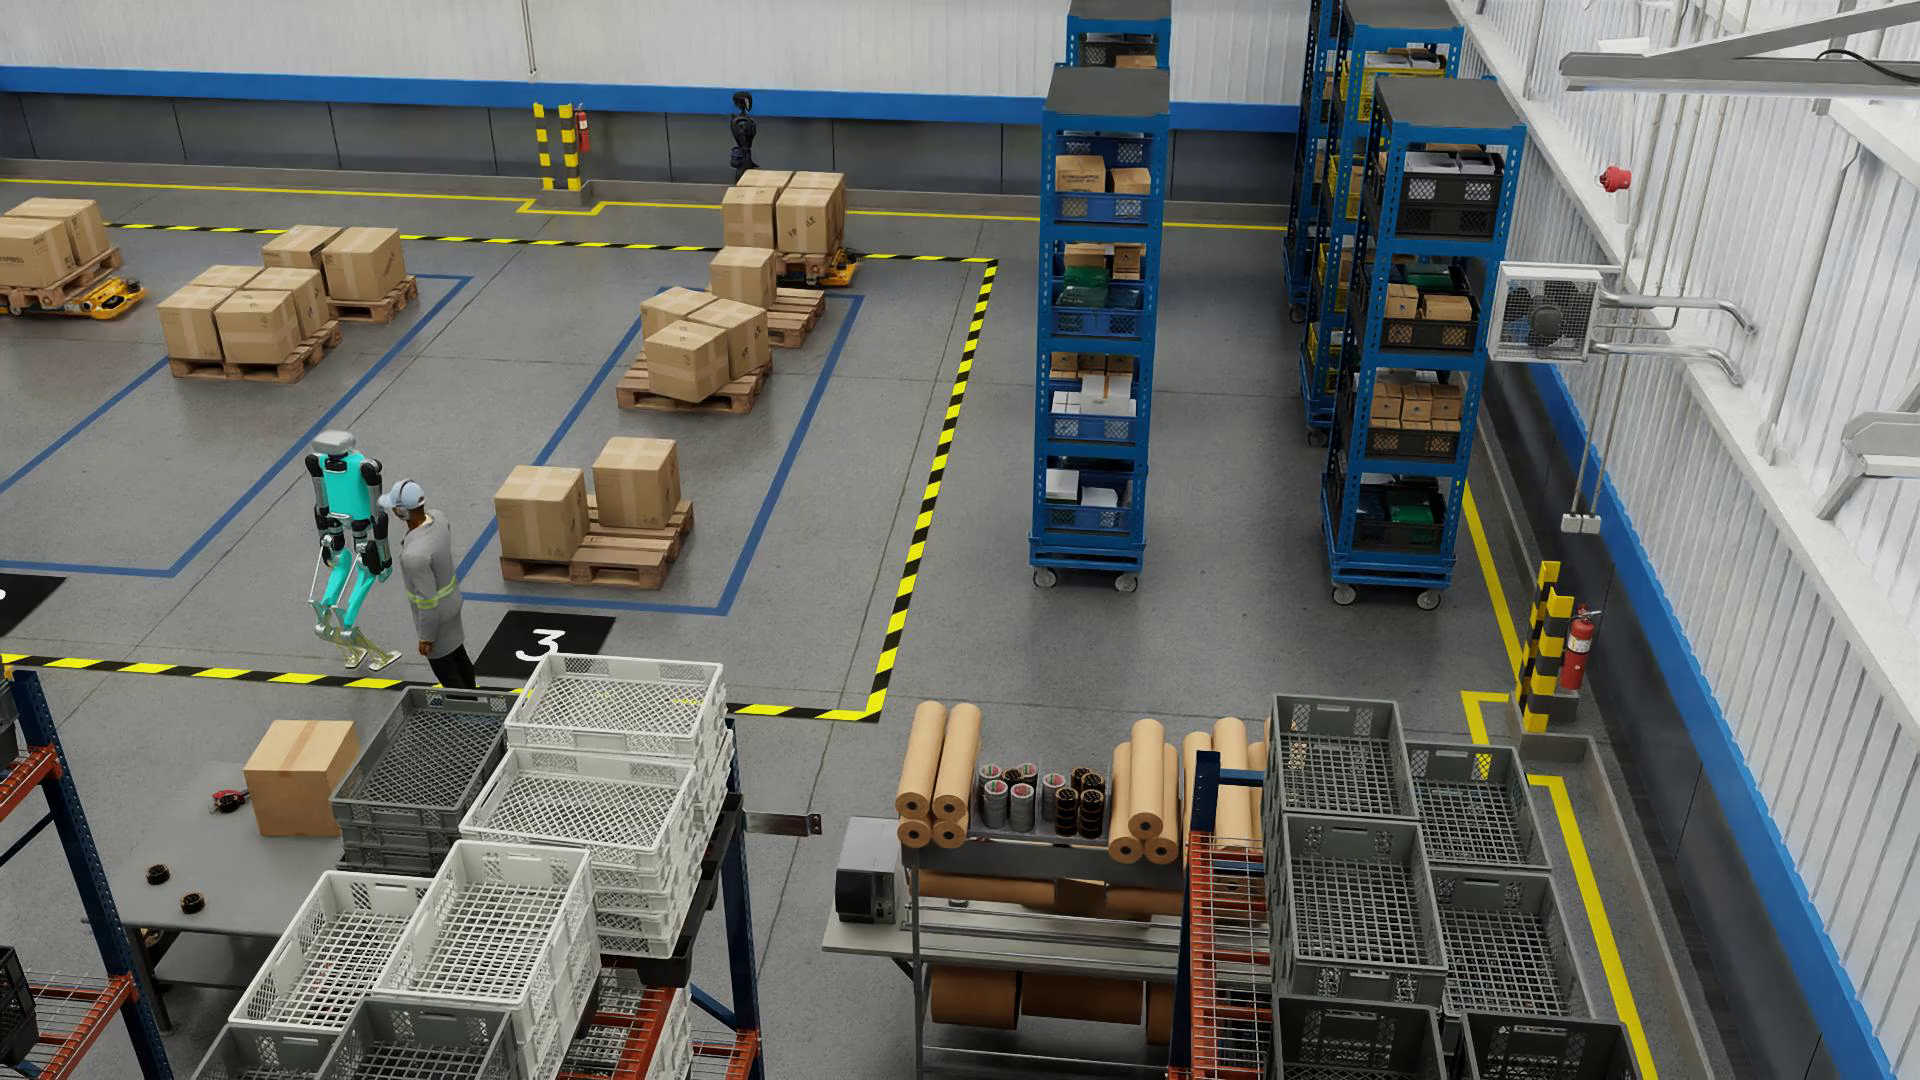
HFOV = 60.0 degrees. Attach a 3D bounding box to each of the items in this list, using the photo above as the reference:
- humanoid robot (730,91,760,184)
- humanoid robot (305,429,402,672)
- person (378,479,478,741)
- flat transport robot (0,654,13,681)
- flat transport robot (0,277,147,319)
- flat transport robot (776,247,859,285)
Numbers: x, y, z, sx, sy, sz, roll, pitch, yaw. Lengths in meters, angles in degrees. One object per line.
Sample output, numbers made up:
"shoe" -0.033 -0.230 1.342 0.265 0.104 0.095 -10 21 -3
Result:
"humanoid robot" -2.366 -4.124 18.341 0.315 1.657 0.599 -2 30 -3
"humanoid robot" -4.048 0.148 10.829 0.533 1.674 0.735 9 31 15
"person" -3.290 0.446 10.334 0.390 1.849 0.597 -1 30 -2
"flat transport robot" -7.142 0.969 11.010 1.431 0.231 0.659 3 30 6
"flat transport robot" -9.152 -2.499 16.939 1.431 0.197 0.652 3 30 6
"flat transport robot" -1.841 -2.945 17.705 1.431 0.197 0.652 3 30 6
